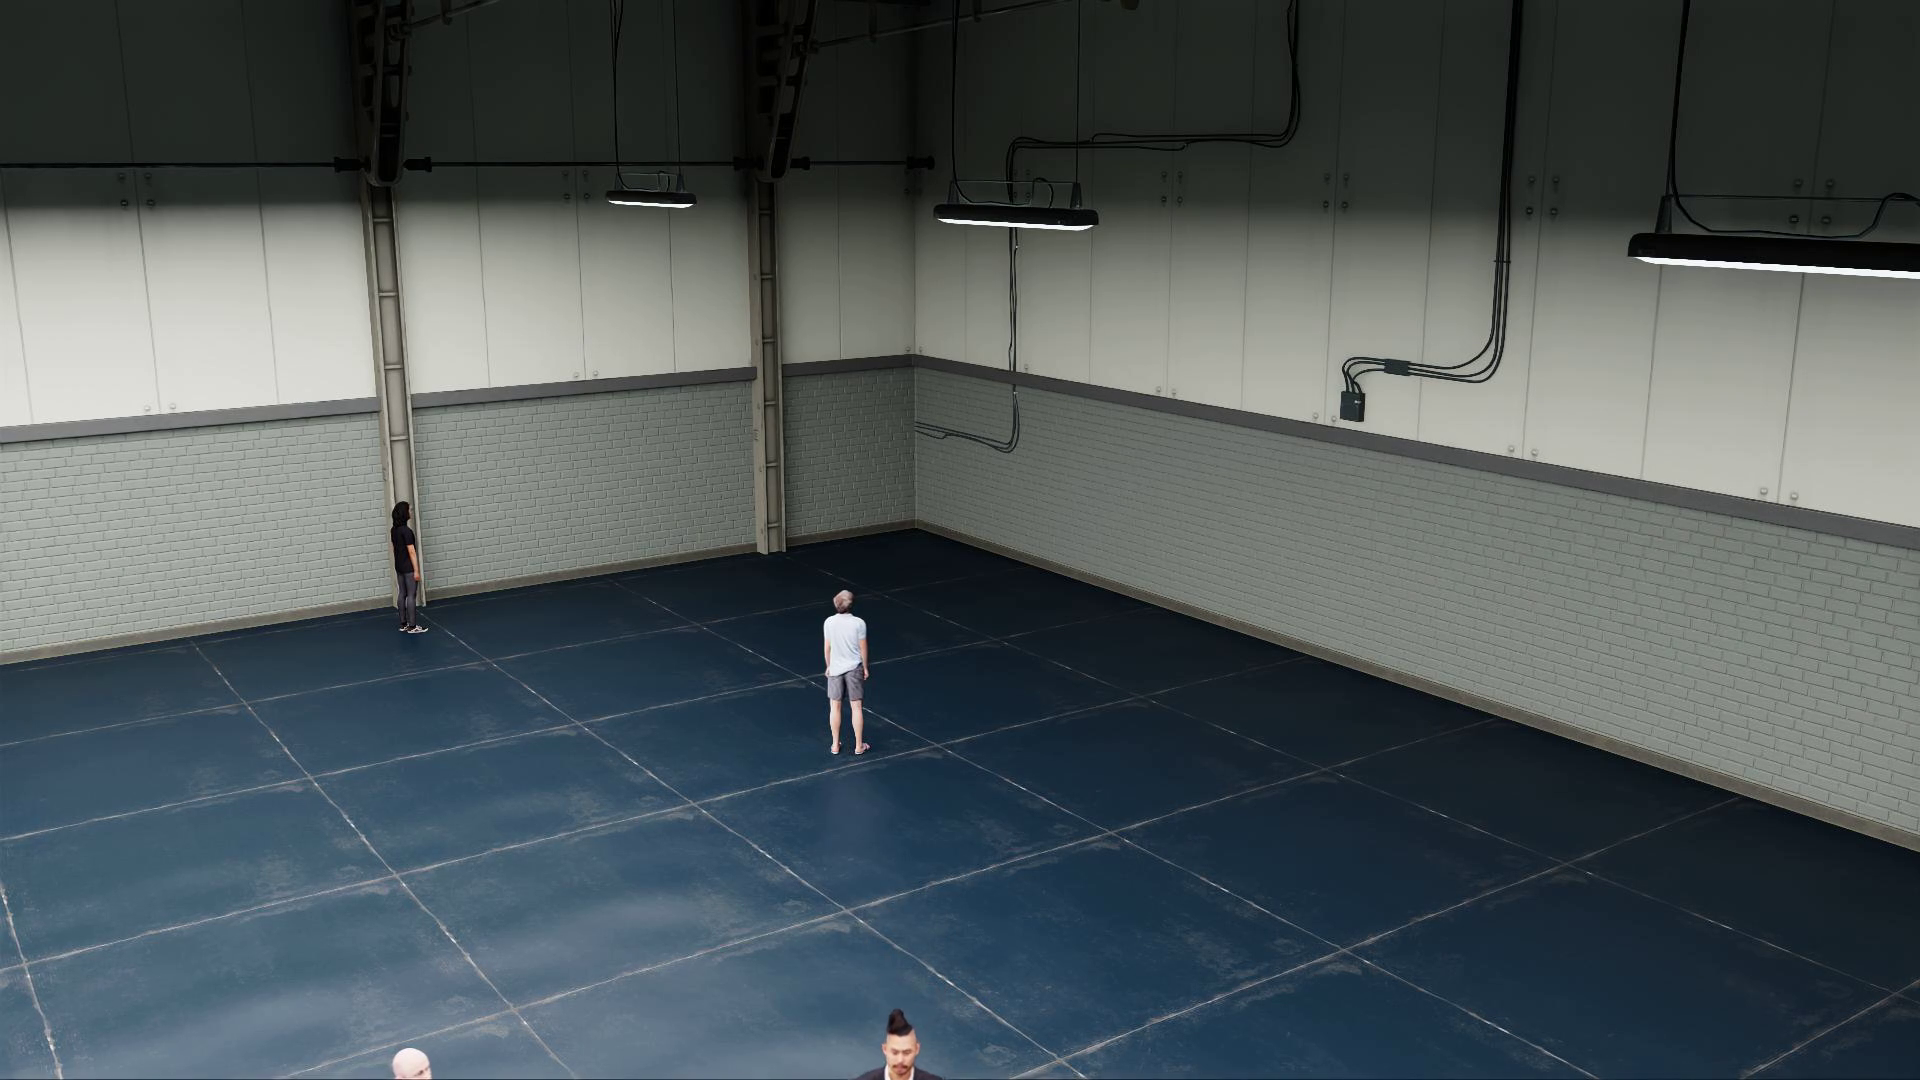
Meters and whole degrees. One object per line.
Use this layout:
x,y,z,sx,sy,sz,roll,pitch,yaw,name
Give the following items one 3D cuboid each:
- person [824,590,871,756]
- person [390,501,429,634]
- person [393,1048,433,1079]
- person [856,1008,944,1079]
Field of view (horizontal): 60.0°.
-1.256,1.442,18.192,0.723,1.831,0.788,2,13,8,person
-7.620,0.359,22.857,0.691,1.835,0.619,11,17,39,person
-2.933,3.573,8.981,0.832,1.834,0.731,4,14,18,person
-0.349,3.462,9.217,0.826,1.945,0.926,0,13,-2,person
